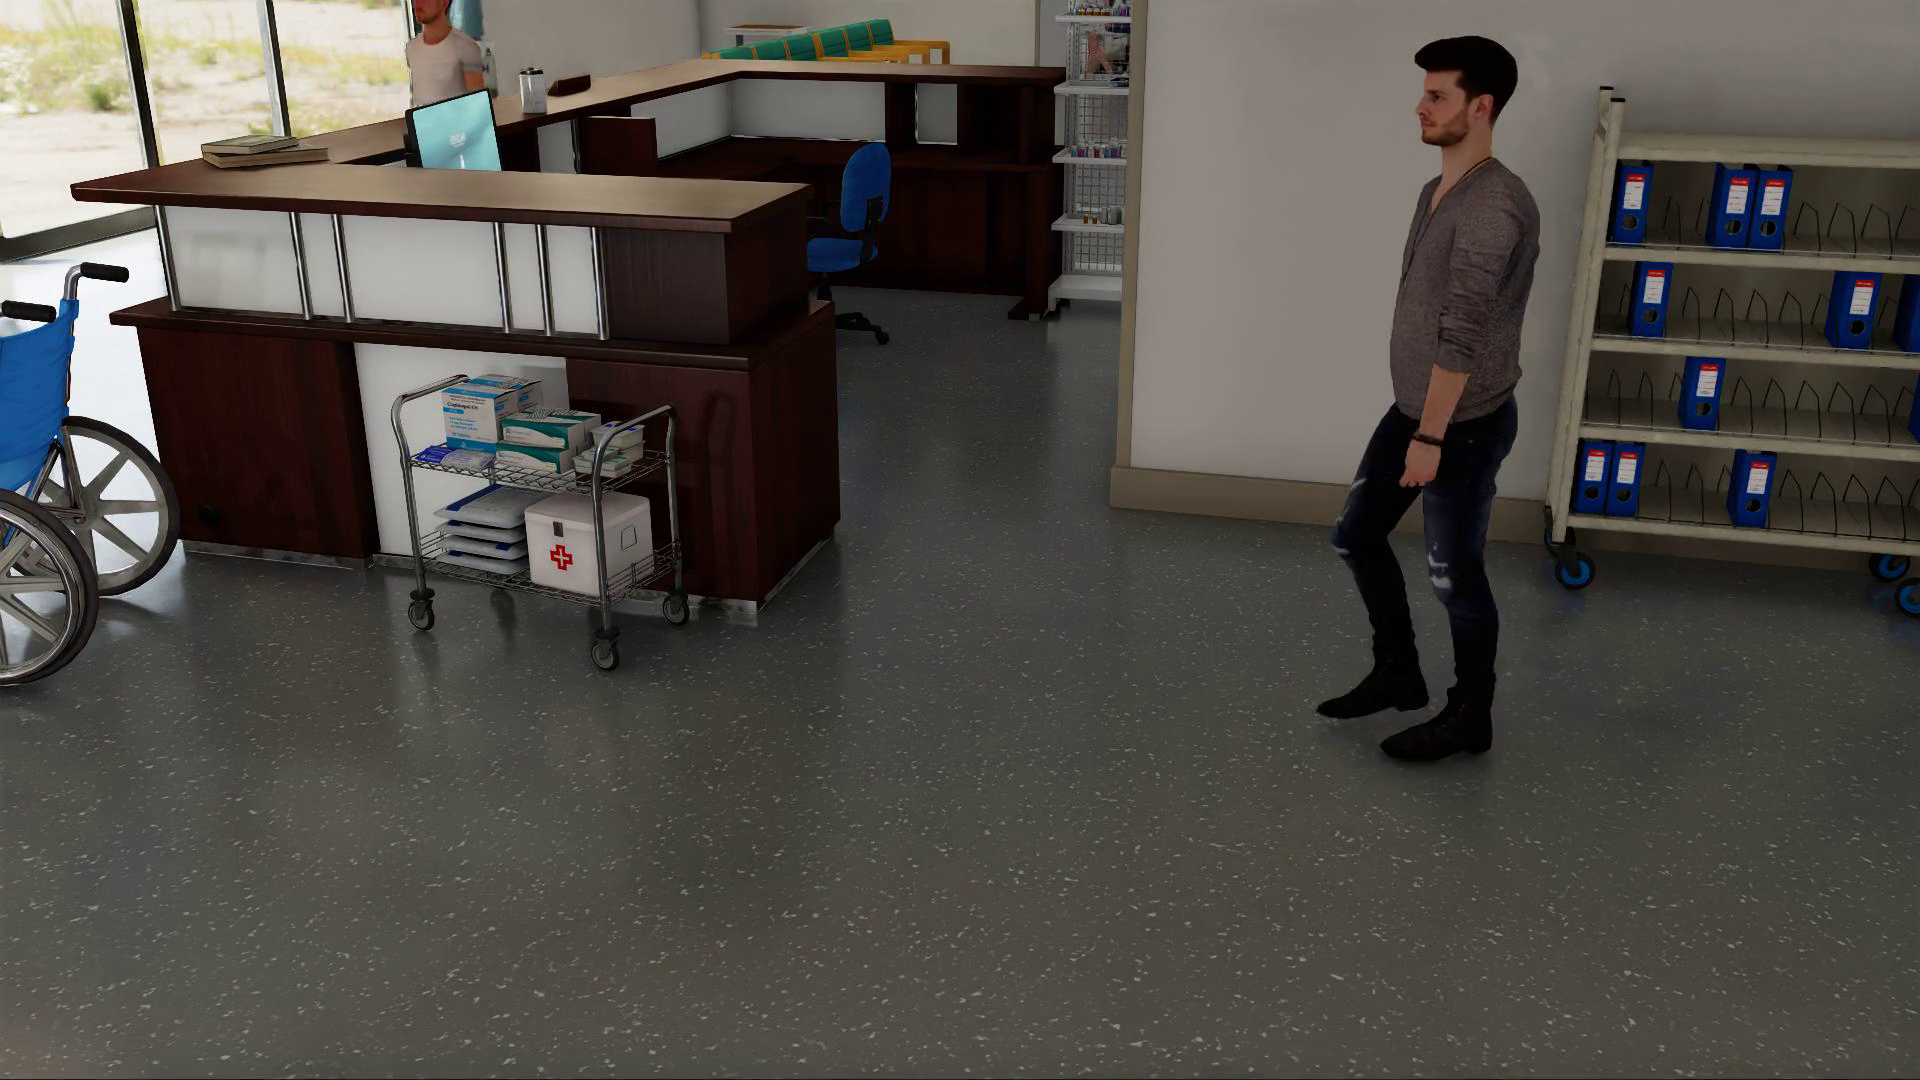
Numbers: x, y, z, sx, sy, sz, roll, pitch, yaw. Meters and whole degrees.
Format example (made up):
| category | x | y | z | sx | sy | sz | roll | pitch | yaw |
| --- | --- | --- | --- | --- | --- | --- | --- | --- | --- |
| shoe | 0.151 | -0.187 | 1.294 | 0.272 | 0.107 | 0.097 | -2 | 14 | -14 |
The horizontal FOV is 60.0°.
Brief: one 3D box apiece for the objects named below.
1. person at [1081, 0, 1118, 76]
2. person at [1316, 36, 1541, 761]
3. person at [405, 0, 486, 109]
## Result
| category | x | y | z | sx | sy | sz | roll | pitch | yaw |
| --- | --- | --- | --- | --- | --- | --- | --- | --- | --- |
| person | 1.709 | -6.476 | 20.801 | 1.172 | 1.739 | 0.928 | 12 | 24 | 29 |
| person | 1.354 | -0.310 | 4.311 | 0.808 | 1.887 | 0.807 | -2 | 21 | -6 |
| person | -2.730 | -2.133 | 9.137 | 1.009 | 1.878 | 0.826 | 9 | 23 | 23 |
